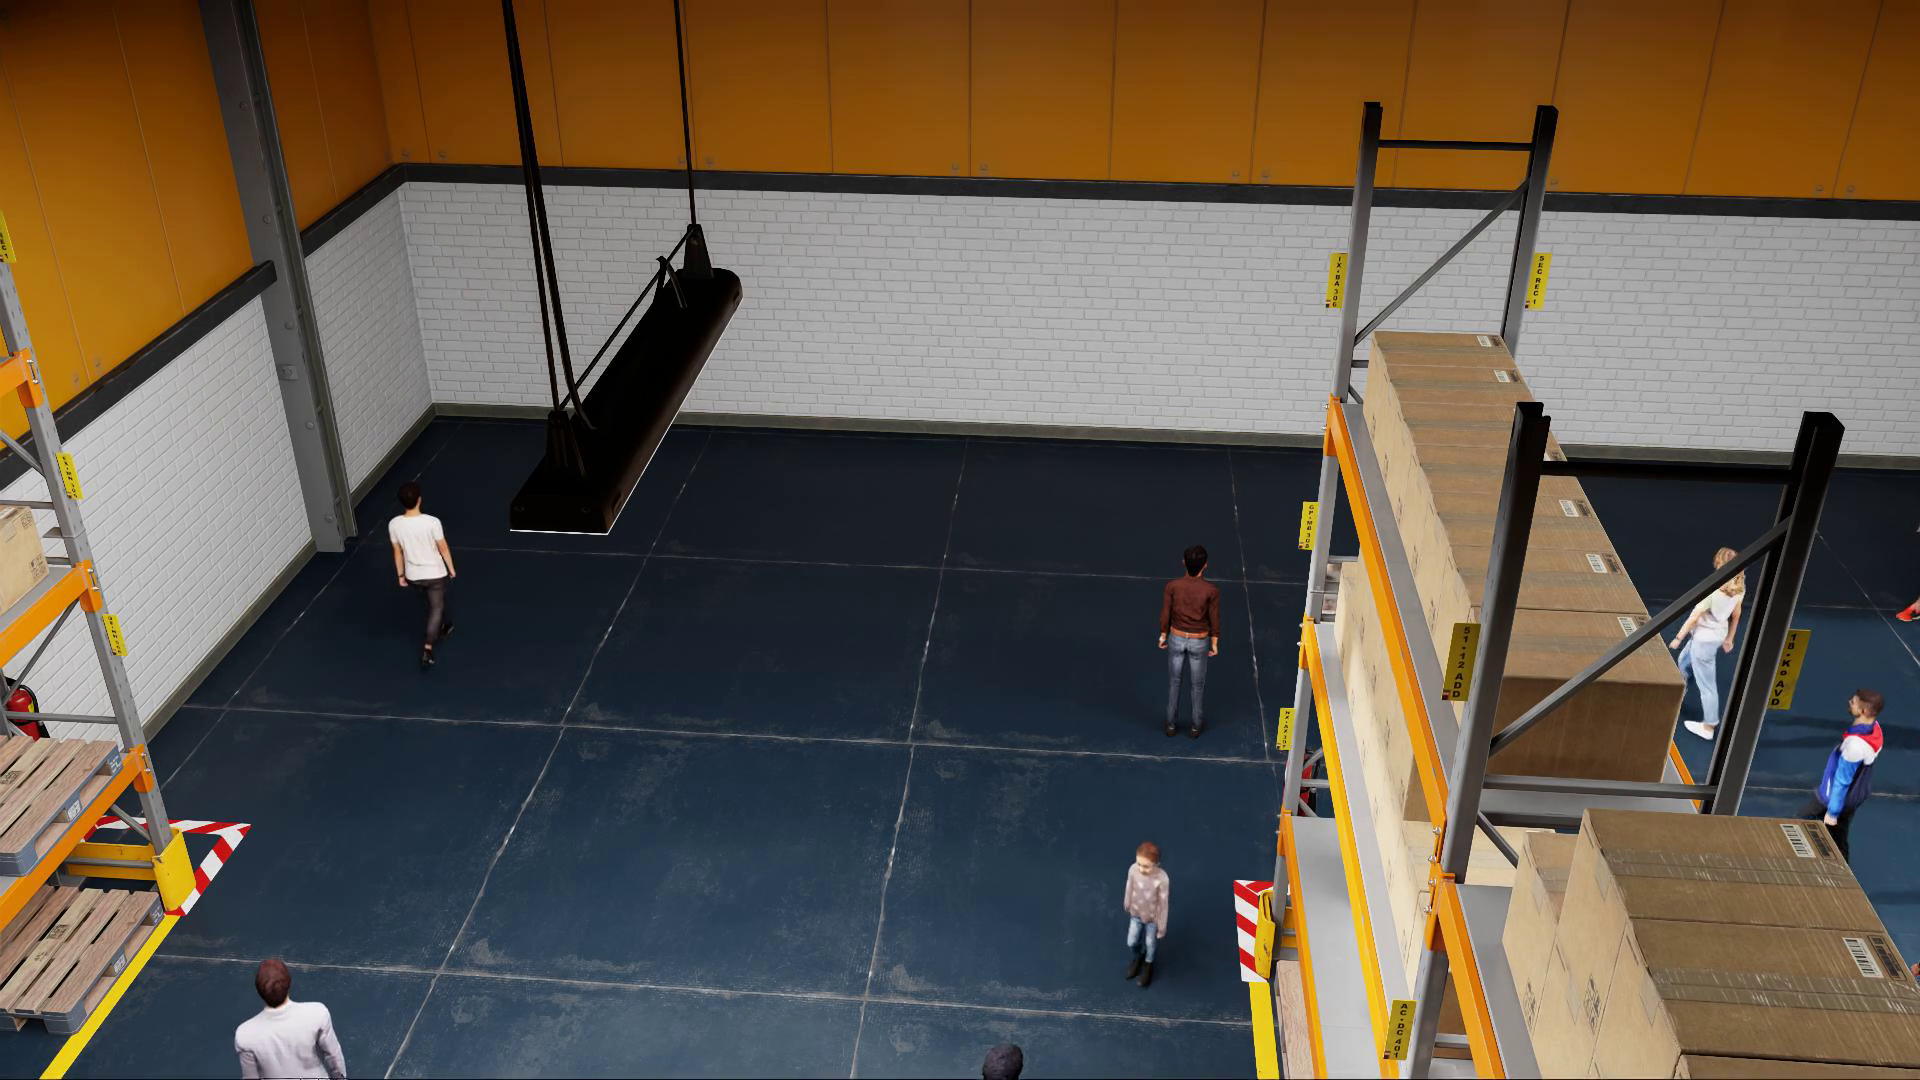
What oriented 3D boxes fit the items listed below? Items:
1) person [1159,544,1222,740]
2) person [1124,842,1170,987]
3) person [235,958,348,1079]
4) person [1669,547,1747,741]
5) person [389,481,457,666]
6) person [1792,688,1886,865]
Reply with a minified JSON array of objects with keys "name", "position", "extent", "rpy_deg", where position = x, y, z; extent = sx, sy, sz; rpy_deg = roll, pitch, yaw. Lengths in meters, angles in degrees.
[{"name":"person","position":[1.889,0.842,13.748],"extent":[0.677,1.779,0.549],"rpy_deg":[6,29,11]},{"name":"person","position":[1.307,2.502,11.326],"extent":[0.570,1.183,0.576],"rpy_deg":[16,33,27]},{"name":"person","position":[-3.774,3.162,9.424],"extent":[0.790,1.846,0.798],"rpy_deg":[-15,32,-25]},{"name":"person","position":[6.256,0.896,13.737],"extent":[0.952,1.694,1.053],"rpy_deg":[-18,34,-30]},{"name":"person","position":[-4.782,0.310,14.810],"extent":[0.637,1.694,1.063],"rpy_deg":[2,29,4]},{"name":"person","position":[6.396,1.867,11.907],"extent":[0.798,1.741,0.859],"rpy_deg":[-23,36,-35]}]
